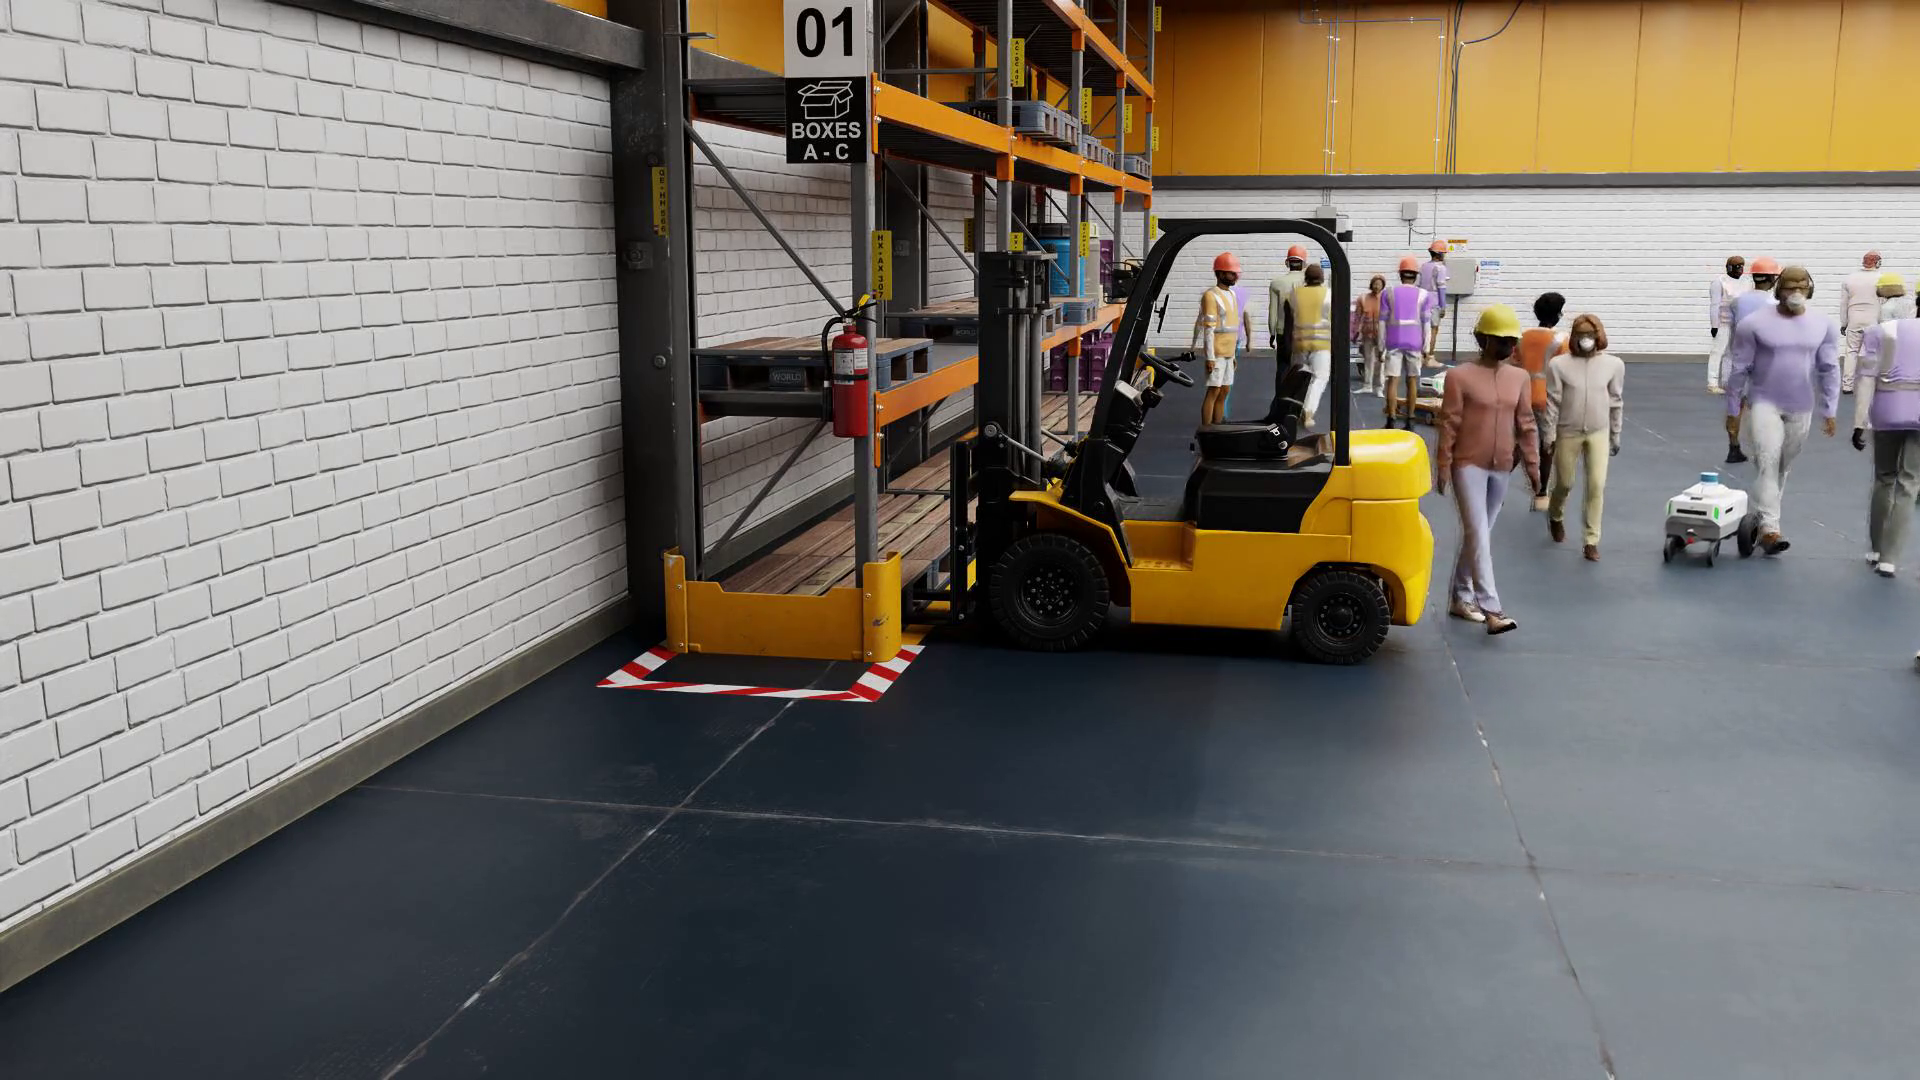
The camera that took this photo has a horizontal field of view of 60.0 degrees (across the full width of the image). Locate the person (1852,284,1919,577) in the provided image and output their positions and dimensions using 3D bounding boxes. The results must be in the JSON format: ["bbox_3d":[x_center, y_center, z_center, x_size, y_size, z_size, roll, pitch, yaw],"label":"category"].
[{"bbox_3d":[5.942,-0.723,10.390,0.605,1.858,0.812,6,12,30],"label":"person"}]

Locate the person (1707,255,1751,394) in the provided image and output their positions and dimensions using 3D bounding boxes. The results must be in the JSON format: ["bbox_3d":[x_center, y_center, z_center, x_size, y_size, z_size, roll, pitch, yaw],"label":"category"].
[{"bbox_3d":[10.280,-2.866,22.203,0.625,1.843,0.430,-4,11,-22],"label":"person"}]

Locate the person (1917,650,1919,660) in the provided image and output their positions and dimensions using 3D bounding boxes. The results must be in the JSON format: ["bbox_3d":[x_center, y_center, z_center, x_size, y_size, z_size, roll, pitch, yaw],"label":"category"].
[{"bbox_3d":[4.860,-0.198,7.882,0.540,1.726,0.559,5,11,23],"label":"person"}]

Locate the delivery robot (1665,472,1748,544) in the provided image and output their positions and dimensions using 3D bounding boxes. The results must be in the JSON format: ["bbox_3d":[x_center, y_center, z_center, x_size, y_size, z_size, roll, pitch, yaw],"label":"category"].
[{"bbox_3d":[4.871,-0.197,10.844,0.477,0.478,0.707,8,13,38],"label":"delivery robot"}]

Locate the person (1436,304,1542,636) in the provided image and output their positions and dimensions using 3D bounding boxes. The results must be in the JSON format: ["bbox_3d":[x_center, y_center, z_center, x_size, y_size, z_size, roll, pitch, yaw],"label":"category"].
[{"bbox_3d":[2.835,-0.363,8.775,0.535,1.729,0.790,-4,11,-20],"label":"person"}]

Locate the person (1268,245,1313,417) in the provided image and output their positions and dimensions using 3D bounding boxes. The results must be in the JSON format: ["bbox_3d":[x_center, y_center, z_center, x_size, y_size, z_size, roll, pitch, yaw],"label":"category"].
[{"bbox_3d":[3.872,-2.404,19.251,0.612,1.995,0.377,2,11,13],"label":"person"}]

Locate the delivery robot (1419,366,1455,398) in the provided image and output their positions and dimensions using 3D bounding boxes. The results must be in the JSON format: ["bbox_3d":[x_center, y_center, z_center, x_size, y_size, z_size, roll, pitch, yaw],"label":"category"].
[{"bbox_3d":[5.836,-1.836,19.831,0.707,0.478,0.477,-5,11,-27],"label":"delivery robot"}]

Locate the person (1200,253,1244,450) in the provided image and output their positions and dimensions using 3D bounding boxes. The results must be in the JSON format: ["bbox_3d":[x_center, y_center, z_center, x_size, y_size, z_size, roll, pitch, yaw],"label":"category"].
[{"bbox_3d":[2.576,-1.831,16.270,0.367,1.933,0.553,7,13,34],"label":"person"}]

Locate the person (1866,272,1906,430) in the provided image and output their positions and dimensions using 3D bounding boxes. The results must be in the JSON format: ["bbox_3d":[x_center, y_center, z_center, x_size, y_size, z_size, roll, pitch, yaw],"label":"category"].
[{"bbox_3d":[10.113,-2.028,17.947,0.512,1.719,0.580,-10,14,-43],"label":"person"}]

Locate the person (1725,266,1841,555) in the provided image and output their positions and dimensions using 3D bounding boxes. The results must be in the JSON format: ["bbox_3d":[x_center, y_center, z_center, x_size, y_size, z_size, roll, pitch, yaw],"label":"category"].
[{"bbox_3d":[5.434,-0.836,10.929,0.643,1.887,1.007,2,10,9],"label":"person"}]

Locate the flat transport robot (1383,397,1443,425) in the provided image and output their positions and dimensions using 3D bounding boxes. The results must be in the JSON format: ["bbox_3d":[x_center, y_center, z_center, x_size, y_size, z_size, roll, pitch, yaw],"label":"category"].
[{"bbox_3d":[5.434,-1.467,18.841,0.652,0.197,1.431,-3,11,-14],"label":"flat transport robot"}]

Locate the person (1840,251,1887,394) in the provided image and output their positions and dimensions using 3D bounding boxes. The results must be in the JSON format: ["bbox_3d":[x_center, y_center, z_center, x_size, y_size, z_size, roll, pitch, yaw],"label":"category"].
[{"bbox_3d":[12.021,-2.872,22.062,0.399,1.908,0.643,-10,14,-43],"label":"person"}]

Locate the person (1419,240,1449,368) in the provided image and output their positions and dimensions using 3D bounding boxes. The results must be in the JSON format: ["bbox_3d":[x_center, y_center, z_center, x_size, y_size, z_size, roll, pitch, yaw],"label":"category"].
[{"bbox_3d":[7.610,-3.784,26.729,0.428,2.035,0.611,-4,11,-20],"label":"person"}]

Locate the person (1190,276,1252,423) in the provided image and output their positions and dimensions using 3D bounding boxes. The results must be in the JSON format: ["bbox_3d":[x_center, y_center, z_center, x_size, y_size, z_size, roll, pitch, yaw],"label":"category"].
[{"bbox_3d":[2.946,-2.239,18.872,0.692,1.795,0.726,-3,11,-16],"label":"person"}]

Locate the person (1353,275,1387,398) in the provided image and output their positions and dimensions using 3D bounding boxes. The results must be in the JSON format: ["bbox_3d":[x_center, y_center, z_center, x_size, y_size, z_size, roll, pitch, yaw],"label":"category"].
[{"bbox_3d":[5.443,-2.684,21.898,0.574,1.598,0.618,5,12,27],"label":"person"}]

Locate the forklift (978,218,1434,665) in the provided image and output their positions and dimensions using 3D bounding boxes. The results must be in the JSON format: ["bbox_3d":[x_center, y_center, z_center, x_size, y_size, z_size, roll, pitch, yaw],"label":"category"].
[{"bbox_3d":[1.285,-0.567,8.635,2.313,2.155,1.214,2,11,11],"label":"forklift"}]

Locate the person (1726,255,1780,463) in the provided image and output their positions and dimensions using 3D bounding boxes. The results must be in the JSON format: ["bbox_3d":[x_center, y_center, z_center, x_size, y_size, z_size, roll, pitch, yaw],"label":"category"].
[{"bbox_3d":[7.409,-1.664,15.440,0.598,1.932,0.560,-8,13,-38],"label":"person"}]

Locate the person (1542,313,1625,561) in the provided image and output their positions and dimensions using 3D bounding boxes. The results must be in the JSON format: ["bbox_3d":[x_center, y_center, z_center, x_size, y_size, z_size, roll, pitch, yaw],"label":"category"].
[{"bbox_3d":[4.107,-0.707,11.011,0.502,1.600,0.731,2,11,10],"label":"person"}]

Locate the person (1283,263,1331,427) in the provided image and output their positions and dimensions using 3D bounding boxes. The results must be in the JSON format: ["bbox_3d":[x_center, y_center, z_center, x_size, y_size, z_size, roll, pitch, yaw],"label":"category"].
[{"bbox_3d":[3.821,-2.091,18.062,0.657,1.813,0.782,5,11,24],"label":"person"}]

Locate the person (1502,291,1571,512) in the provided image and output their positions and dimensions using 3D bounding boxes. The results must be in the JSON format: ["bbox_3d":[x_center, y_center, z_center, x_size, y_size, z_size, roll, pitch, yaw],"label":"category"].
[{"bbox_3d":[4.371,-1.037,12.617,0.435,1.682,0.545,-6,12,-31],"label":"person"}]

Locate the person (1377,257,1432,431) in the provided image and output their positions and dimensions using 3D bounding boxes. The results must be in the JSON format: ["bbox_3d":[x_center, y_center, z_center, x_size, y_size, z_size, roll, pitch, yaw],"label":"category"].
[{"bbox_3d":[4.757,-2.076,17.842,0.564,1.887,0.685,2,11,13],"label":"person"}]
